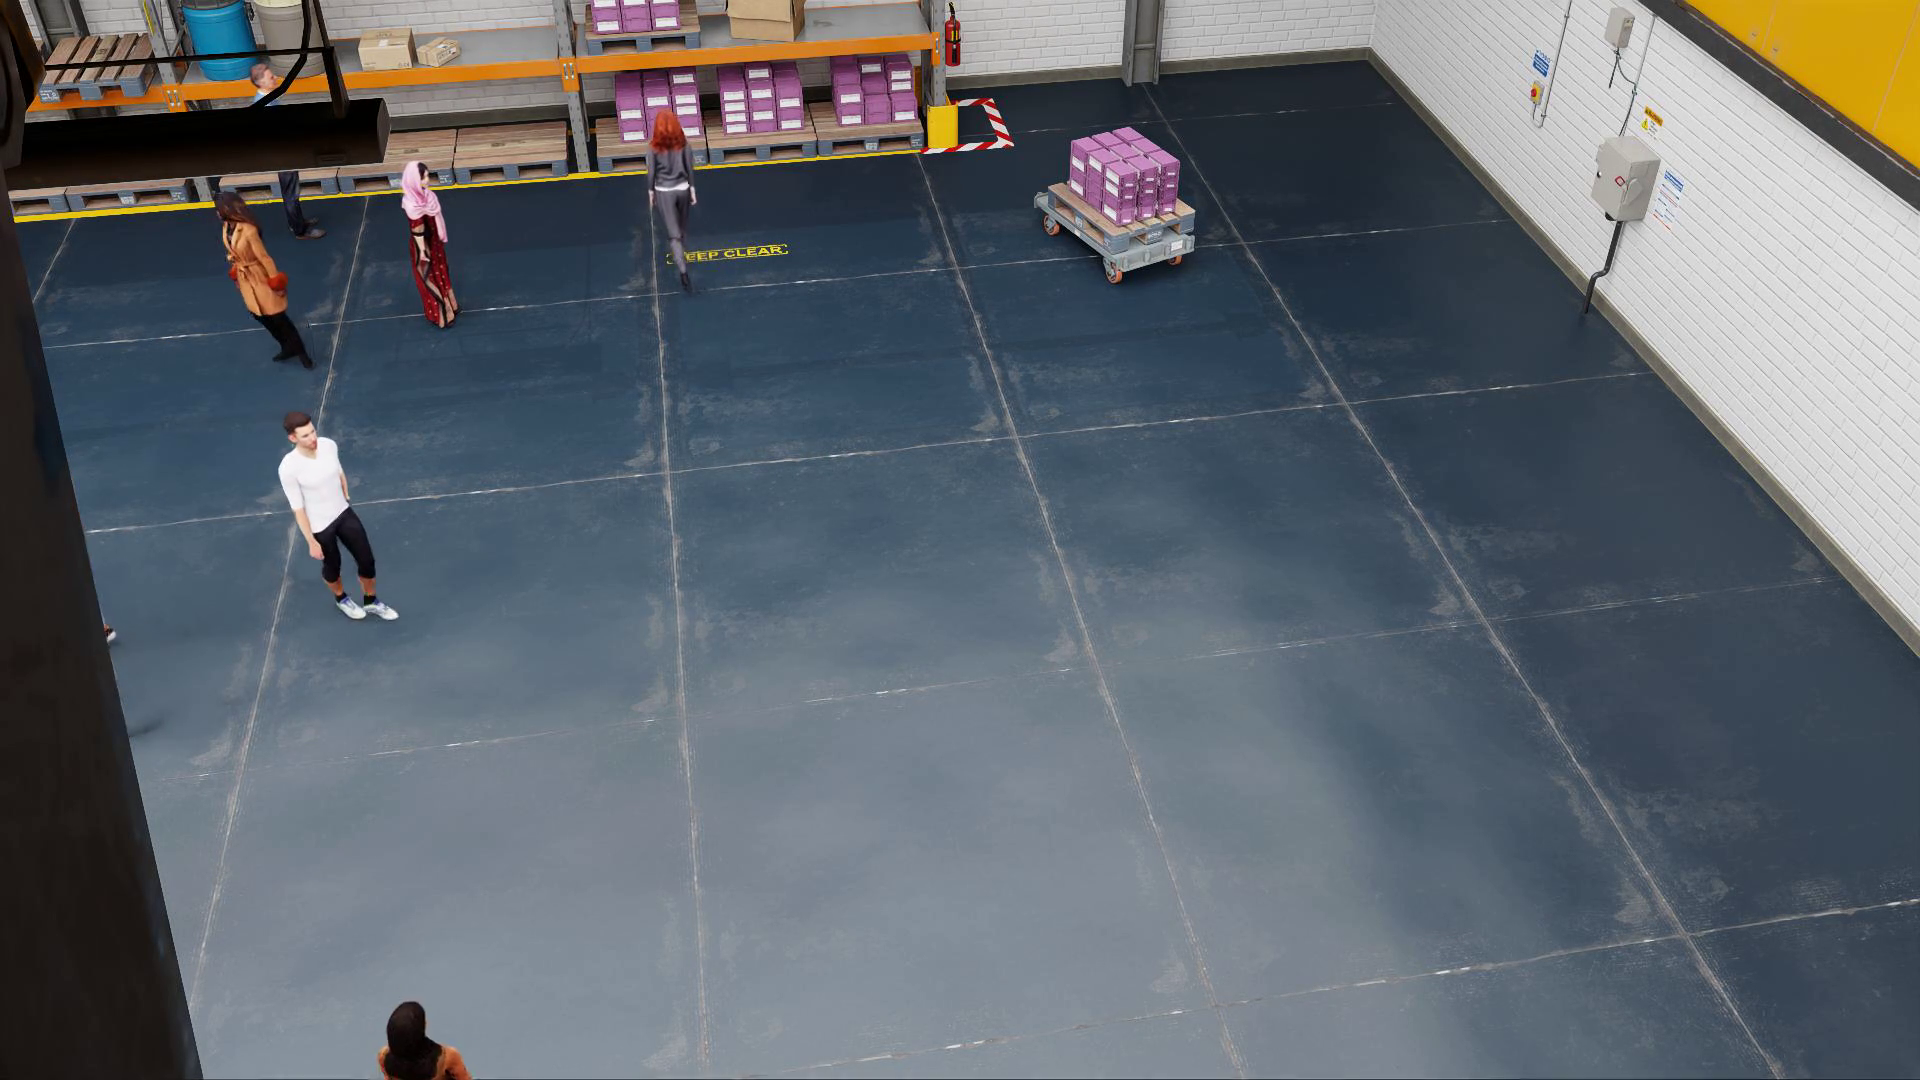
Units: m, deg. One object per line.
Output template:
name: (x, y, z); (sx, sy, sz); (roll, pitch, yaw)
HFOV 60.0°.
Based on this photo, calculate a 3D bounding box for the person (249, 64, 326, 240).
person: (-6.847, -3.926, 16.770); (0.674, 1.820, 0.714); (-17, 42, -20)

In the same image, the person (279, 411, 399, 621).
person: (-4.643, -0.177, 12.063); (0.971, 1.835, 0.911); (24, 44, 27)

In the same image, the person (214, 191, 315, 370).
person: (-6.183, -2.293, 14.819); (0.836, 1.703, 0.904); (14, 41, 17)

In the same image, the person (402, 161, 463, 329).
person: (-4.958, -2.764, 15.466); (0.668, 1.630, 0.713); (2, 39, 3)

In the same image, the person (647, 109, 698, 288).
person: (-2.748, -3.255, 15.998); (1.104, 1.735, 0.780); (-13, 40, -16)

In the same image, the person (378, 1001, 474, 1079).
person: (-2.619, 2.939, 8.300); (1.056, 1.661, 0.803); (2, 39, 3)
